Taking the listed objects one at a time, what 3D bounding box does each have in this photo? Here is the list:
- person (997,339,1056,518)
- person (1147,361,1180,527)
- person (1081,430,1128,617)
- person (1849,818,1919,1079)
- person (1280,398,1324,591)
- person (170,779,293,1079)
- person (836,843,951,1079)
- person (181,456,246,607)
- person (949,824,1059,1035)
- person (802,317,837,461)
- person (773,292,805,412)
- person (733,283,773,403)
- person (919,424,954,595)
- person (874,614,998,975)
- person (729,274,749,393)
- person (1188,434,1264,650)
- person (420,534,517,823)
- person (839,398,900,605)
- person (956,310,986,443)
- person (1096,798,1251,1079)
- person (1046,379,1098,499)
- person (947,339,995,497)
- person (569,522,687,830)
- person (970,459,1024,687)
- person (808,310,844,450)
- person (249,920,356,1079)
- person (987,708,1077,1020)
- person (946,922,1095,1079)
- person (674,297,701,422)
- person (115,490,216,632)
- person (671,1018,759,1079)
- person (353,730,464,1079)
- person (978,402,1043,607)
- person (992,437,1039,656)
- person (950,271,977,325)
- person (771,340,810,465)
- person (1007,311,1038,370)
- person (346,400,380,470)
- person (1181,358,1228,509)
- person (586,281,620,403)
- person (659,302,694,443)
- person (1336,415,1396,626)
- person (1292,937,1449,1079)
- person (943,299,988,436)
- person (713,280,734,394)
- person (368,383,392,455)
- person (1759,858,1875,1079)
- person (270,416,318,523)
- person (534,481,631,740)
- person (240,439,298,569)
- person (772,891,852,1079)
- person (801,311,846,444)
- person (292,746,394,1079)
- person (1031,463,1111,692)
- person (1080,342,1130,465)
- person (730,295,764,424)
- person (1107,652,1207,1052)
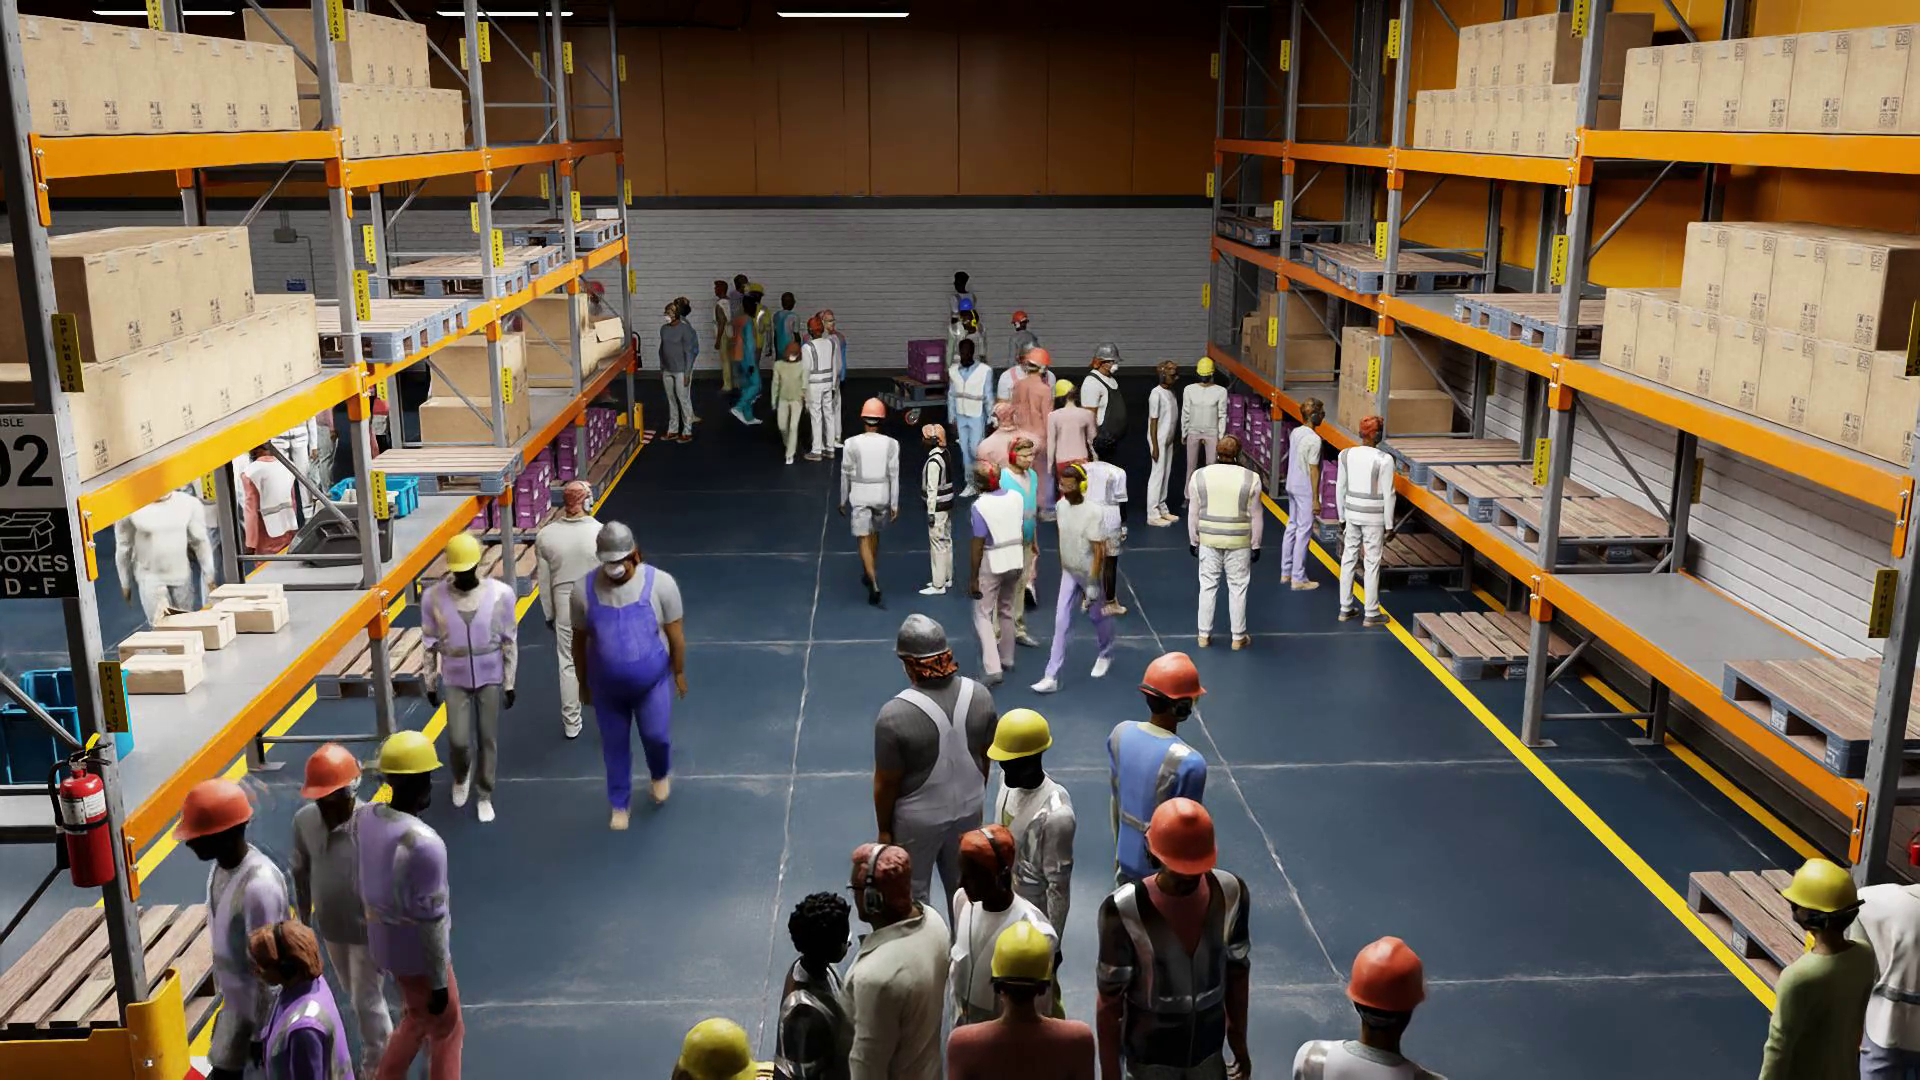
[{"bbox_3d":[0.774,-1.242,18.594,0.681,2.000,0.538,-3,15,-12],"label":"person"},{"bbox_3d":[2.238,-1.062,18.303,0.347,1.840,0.500,8,16,28],"label":"person"},{"bbox_3d":[1.292,-0.151,14.988,0.540,1.699,0.315,12,18,38],"label":"person"},{"bbox_3d":[3.710,1.952,6.461,0.561,1.837,0.388,7,16,27],"label":"person"},{"bbox_3d":[3.288,-0.437,15.851,0.345,1.838,0.505,-4,15,-15],"label":"person"},{"bbox_3d":[-2.815,1.837,6.822,0.877,1.901,0.545,-13,19,-42],"label":"person"},{"bbox_3d":[-0.264,2.012,6.115,0.402,1.896,0.658,4,15,17],"label":"person"},{"bbox_3d":[-6.425,-0.099,14.379,0.405,1.909,0.597,8,16,29],"label":"person"},{"bbox_3d":[0.140,1.961,6.350,0.363,1.879,0.583,-10,17,-34],"label":"person"},{"bbox_3d":[-1.853,-1.985,21.818,0.355,1.887,0.573,14,20,43],"label":"person"},{"bbox_3d":[-2.618,-2.848,25.312,0.509,1.837,0.338,10,18,36],"label":"person"},{"bbox_3d":[-3.217,-3.092,26.184,0.611,1.869,0.798,5,15,20],"label":"person"},{"bbox_3d":[-0.211,-0.292,15.685,0.313,1.634,0.514,3,15,12],"label":"person"},{"bbox_3d":[-0.170,1.343,8.449,0.679,2.000,0.535,-9,17,-32],"label":"person"},{"bbox_3d":[-3.585,-3.375,27.171,0.352,1.937,0.635,2,14,6],"label":"person"},{"bbox_3d":[2.243,0.016,14.051,0.633,1.842,0.429,4,15,17],"label":"person"},{"bbox_3d":[-3.098,0.872,10.576,0.586,1.905,0.453,-4,15,-16],"label":"person"},{"bbox_3d":[-0.818,-0.369,15.506,0.564,1.895,0.956,-4,15,-17],"label":"person"},{"bbox_3d":[0.171,-2.220,22.777,0.309,1.868,0.534,-8,16,-28],"label":"person"},{"bbox_3d":[0.813,1.909,6.264,0.612,2.029,0.409,-5,15,-17],"label":"person"},{"bbox_3d":[1.203,-0.862,17.784,0.570,1.702,0.933,0,14,-2],"label":"person"},{"bbox_3d":[0.126,-1.445,19.672,0.639,1.896,0.446,9,17,31],"label":"person"},{"bbox_3d":[-2.085,0.828,10.468,0.733,2.000,0.586,-1,14,-4],"label":"person"},{"bbox_3d":[0.326,0.244,13.221,0.552,1.821,0.710,14,20,43],"label":"person"},{"bbox_3d":[-1.778,-2.148,22.420,0.405,1.906,0.653,6,15,21],"label":"person"},{"bbox_3d":[-2.370,2.149,6.107,0.313,1.631,0.525,-6,16,-23],"label":"person"},{"bbox_3d":[0.299,1.659,7.457,0.393,1.918,0.585,-6,15,-22],"label":"person"},{"bbox_3d":[0.209,2.161,5.784,0.523,1.769,0.323,-1,14,-4],"label":"person"},{"bbox_3d":[-4.071,-2.666,24.579,0.429,1.846,0.627,-6,15,-22],"label":"person"},{"bbox_3d":[-6.076,0.316,12.776,0.637,1.903,0.671,-12,19,-40],"label":"person"},{"bbox_3d":[-0.759,2.305,5.280,0.321,1.738,0.484,12,18,38],"label":"person"},{"bbox_3d":[-2.363,1.746,7.141,0.602,1.900,0.546,11,18,38],"label":"person"},{"bbox_3d":[0.489,-0.338,15.425,0.660,1.862,0.933,-4,15,-17],"label":"person"},{"bbox_3d":[0.445,0.035,13.977,0.373,1.840,0.570,10,18,35],"label":"person"},{"bbox_3d":[0.026,-3.420,27.290,0.367,1.966,0.607,11,18,37],"label":"person"},{"bbox_3d":[-2.202,-1.794,21.604,0.531,1.614,0.372,2,14,6],"label":"person"},{"bbox_3d":[0.860,-2.398,23.738,0.355,1.736,0.577,12,19,40],"label":"person"},{"bbox_3d":[-7.556,-1.866,21.166,0.617,1.984,0.410,4,15,16],"label":"person"},{"bbox_3d":[2.782,-1.212,19.035,0.522,1.763,0.319,4,15,14],"label":"person"},{"bbox_3d":[-5.873,-3.098,26.134,0.875,1.935,0.643,5,15,19],"label":"person"},{"bbox_3d":[-3.932,-2.317,23.018,0.631,1.940,0.372,11,18,36],"label":"person"},{"bbox_3d":[3.593,-0.175,14.721,0.354,1.883,0.573,-13,19,-42],"label":"person"},{"bbox_3d":[1.319,2.189,5.352,0.547,1.930,0.386,10,17,34],"label":"person"},{"bbox_3d":[0.082,-2.427,23.510,0.643,1.928,0.544,-5,15,-19],"label":"person"},{"bbox_3d":[-3.812,-3.293,27.029,0.388,1.847,0.564,3,15,12],"label":"person"},{"bbox_3d":[-7.169,-1.590,20.648,0.319,1.696,0.532,6,15,21],"label":"person"},{"bbox_3d":[3.186,2.039,6.278,0.525,1.760,0.340,-8,17,-30],"label":"person"},{"bbox_3d":[-7.289,-1.032,18.096,0.580,1.878,0.363,-7,16,-25],"label":"person"},{"bbox_3d":[-2.696,0.512,11.992,0.636,1.902,0.406,1,14,4],"label":"person"},{"bbox_3d":[-5.862,-0.050,14.192,0.408,1.907,0.598,4,15,14],"label":"person"},{"bbox_3d":[-0.538,2.098,6.182,0.320,1.694,0.533,0,14,2],"label":"person"},{"bbox_3d":[-1.875,-2.223,22.871,0.624,1.835,0.431,-4,15,-16],"label":"person"},{"bbox_3d":[-2.743,1.728,7.561,0.572,1.731,0.481,5,15,20],"label":"person"},{"bbox_3d":[0.947,0.278,13.087,0.535,1.812,1.011,12,18,39],"label":"person"},{"bbox_3d":[1.604,-1.187,18.380,0.535,2.000,0.681,6,16,24],"label":"person"},{"bbox_3d":[-3.094,-2.621,24.282,0.440,1.898,0.641,-4,15,-16],"label":"person"},{"bbox_3d":[0.947,1.510,7.812,0.416,2.035,0.609,-10,17,-34],"label":"person"}]
